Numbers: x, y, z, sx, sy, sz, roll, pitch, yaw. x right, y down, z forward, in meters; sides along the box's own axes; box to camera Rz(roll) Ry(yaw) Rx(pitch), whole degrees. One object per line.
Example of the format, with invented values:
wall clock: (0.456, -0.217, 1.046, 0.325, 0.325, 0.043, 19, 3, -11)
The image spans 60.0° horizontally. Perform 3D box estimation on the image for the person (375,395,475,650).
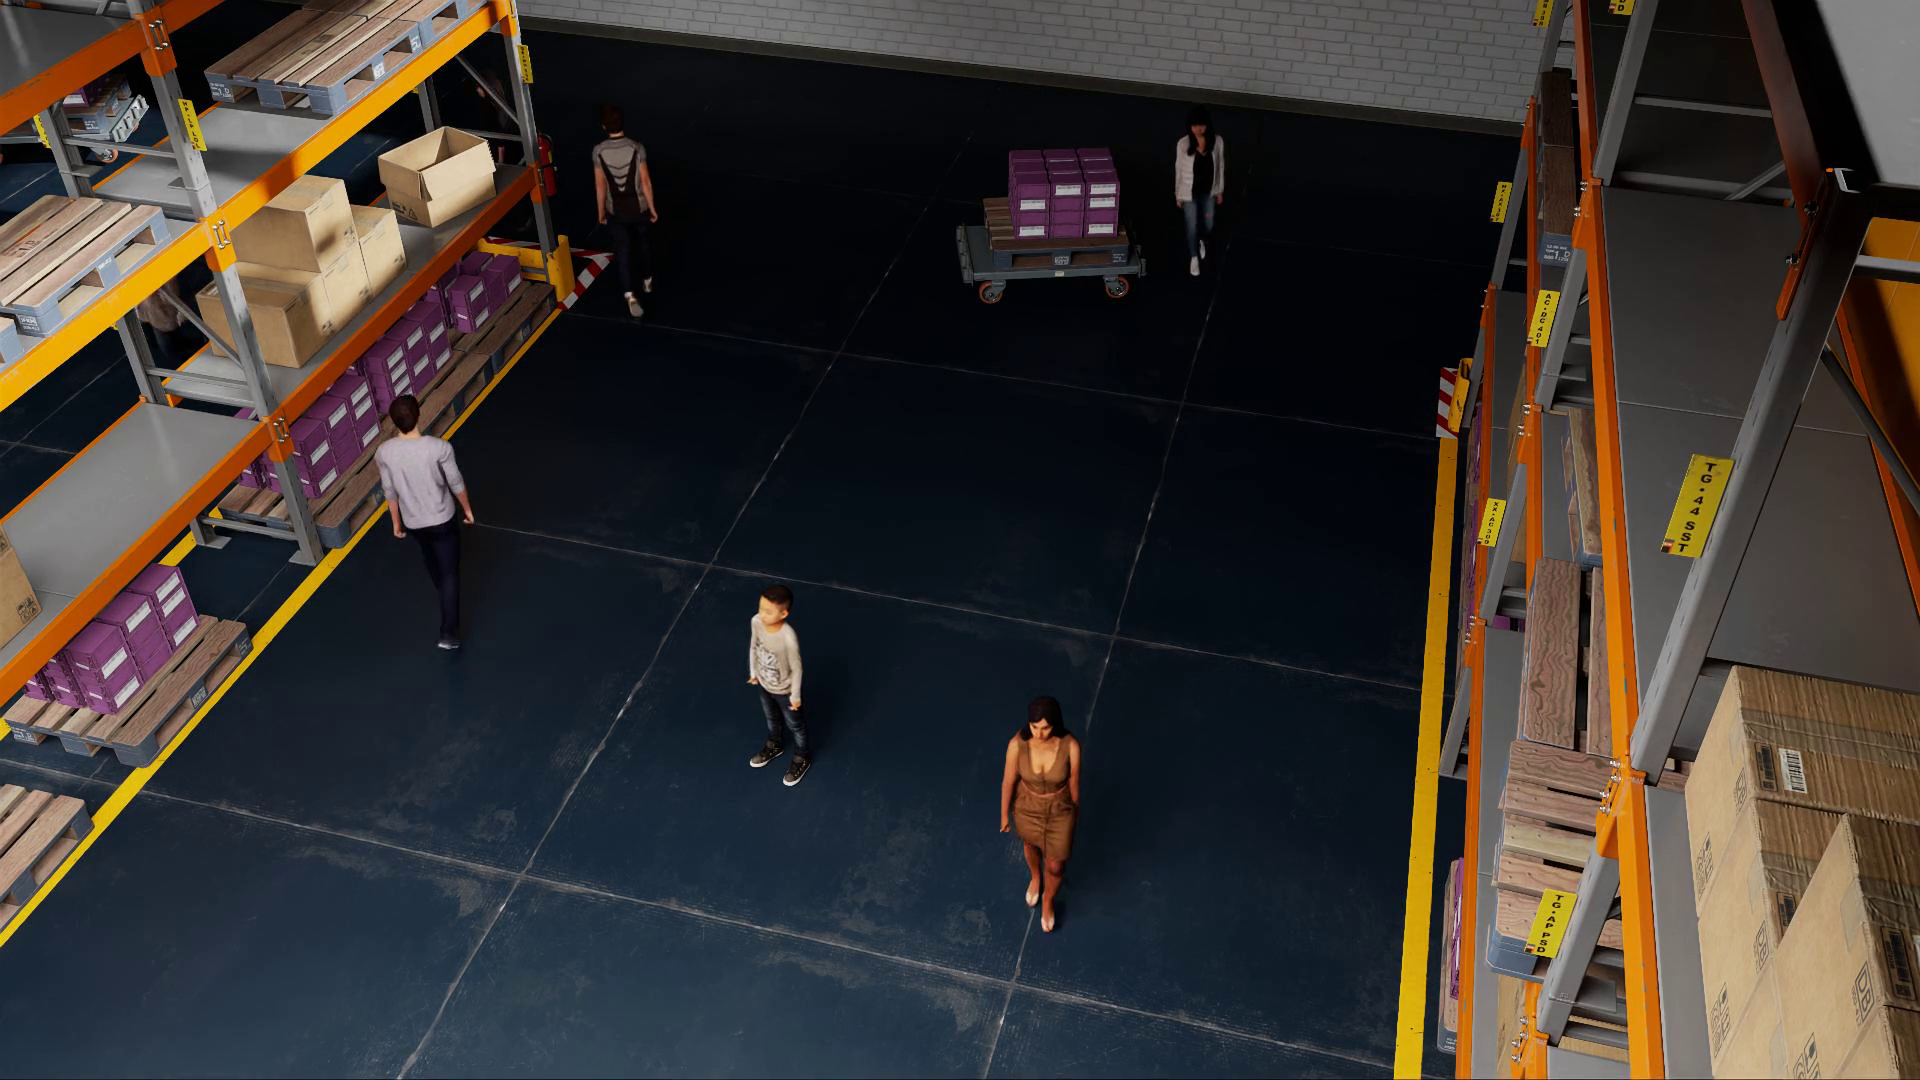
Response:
person: (-3.540, -0.086, 11.036, 0.927, 1.804, 1.255, -1, 39, -1)

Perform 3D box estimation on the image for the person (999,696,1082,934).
person: (0.470, 1.432, 9.241, 0.609, 1.672, 0.656, 6, 39, 7)

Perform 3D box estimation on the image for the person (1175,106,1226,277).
person: (2.141, -3.206, 15.093, 0.736, 1.616, 0.785, -5, 39, -6)

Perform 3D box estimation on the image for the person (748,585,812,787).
person: (-1.092, 0.854, 10.130, 0.627, 1.465, 0.631, 27, 46, 29)

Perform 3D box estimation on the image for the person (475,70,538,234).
person: (-4.179, -3.664, 15.656, 0.836, 1.628, 0.780, -14, 41, -17)

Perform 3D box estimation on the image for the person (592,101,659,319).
person: (-2.887, -2.834, 14.427, 0.995, 1.866, 1.264, -5, 39, -6)
